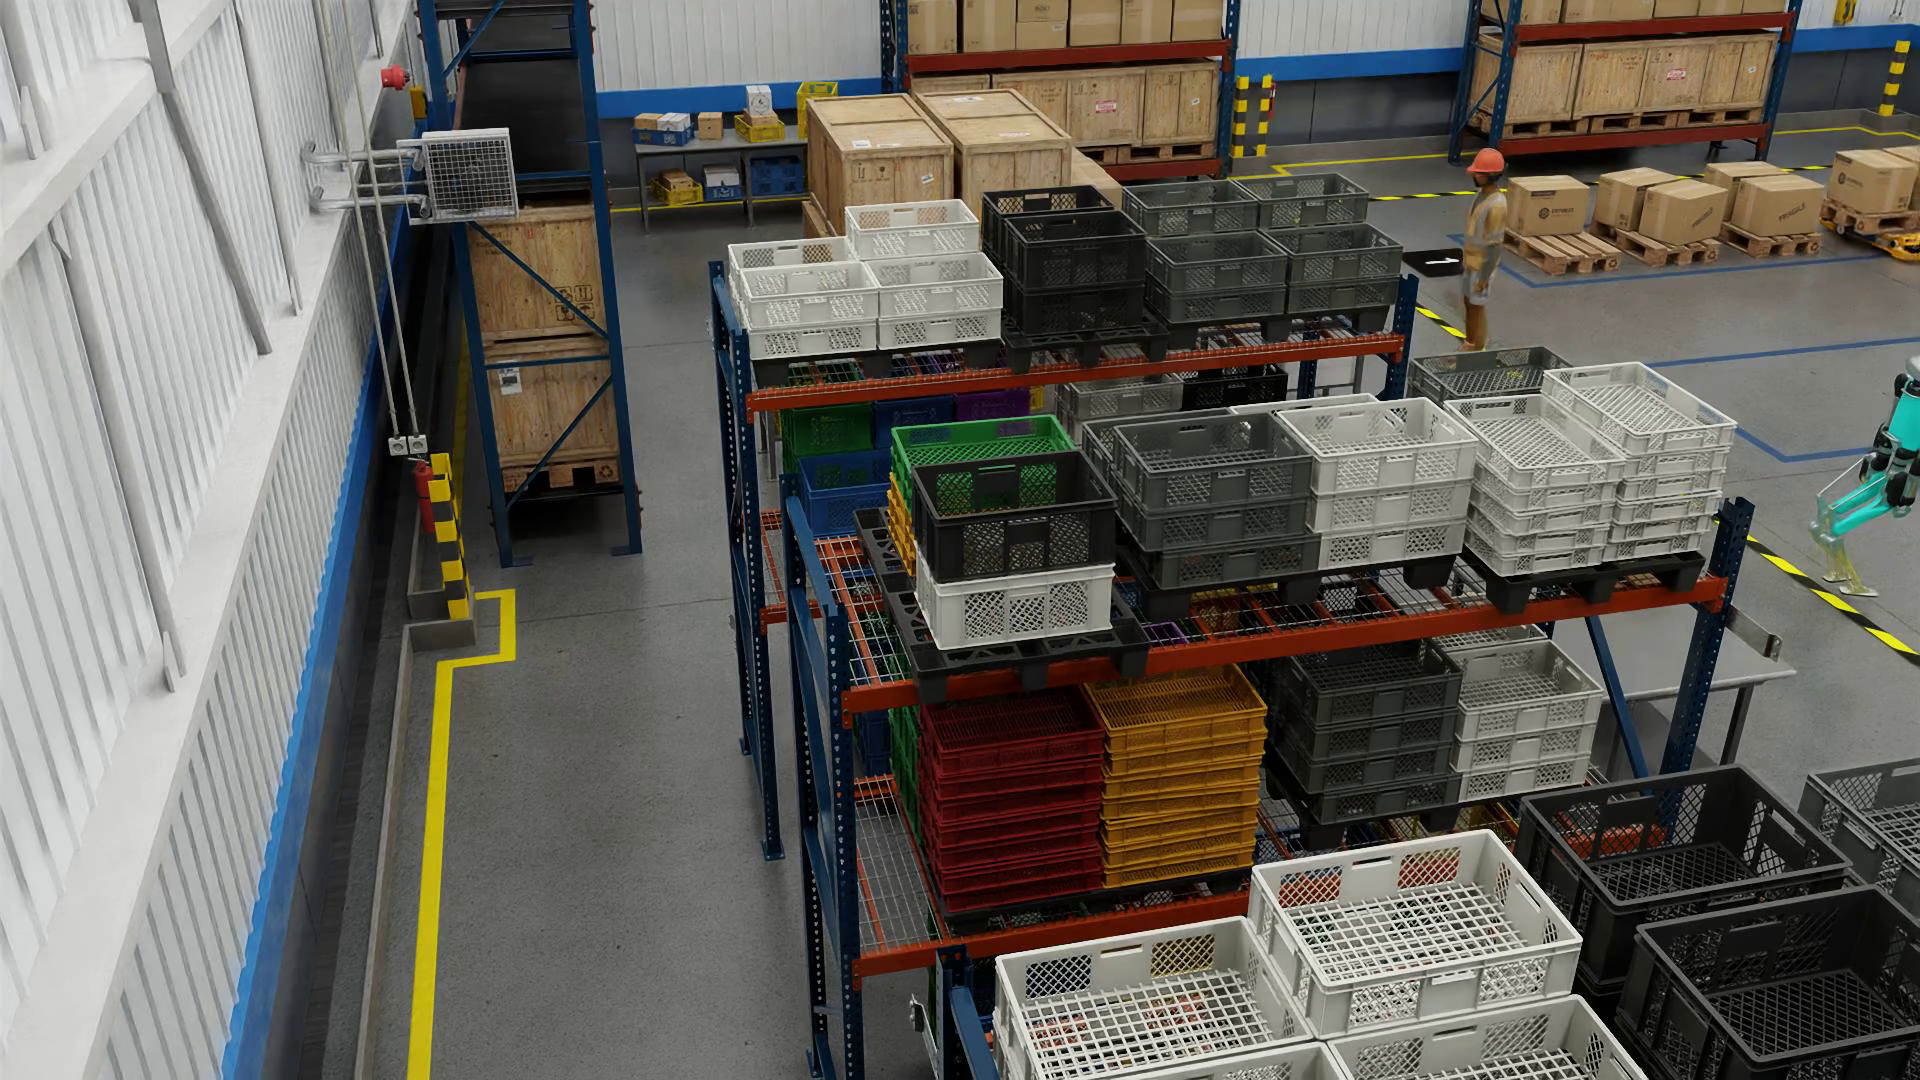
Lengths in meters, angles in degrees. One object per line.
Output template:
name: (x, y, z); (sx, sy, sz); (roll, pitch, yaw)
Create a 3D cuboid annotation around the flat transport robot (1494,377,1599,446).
flat transport robot: (4.780, -1.036, 14.013); (0.659, 0.231, 1.431); (-6, 28, -12)

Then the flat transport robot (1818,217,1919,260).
flat transport robot: (10.334, -3.448, 18.558); (0.652, 0.197, 1.431); (-6, 28, -12)

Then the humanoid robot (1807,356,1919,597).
humanoid robot: (6.054, -0.420, 11.123); (0.735, 1.677, 0.533); (-1, 28, -3)

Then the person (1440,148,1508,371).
person: (4.604, -2.478, 14.847); (0.389, 2.040, 0.613); (1, 28, 1)
